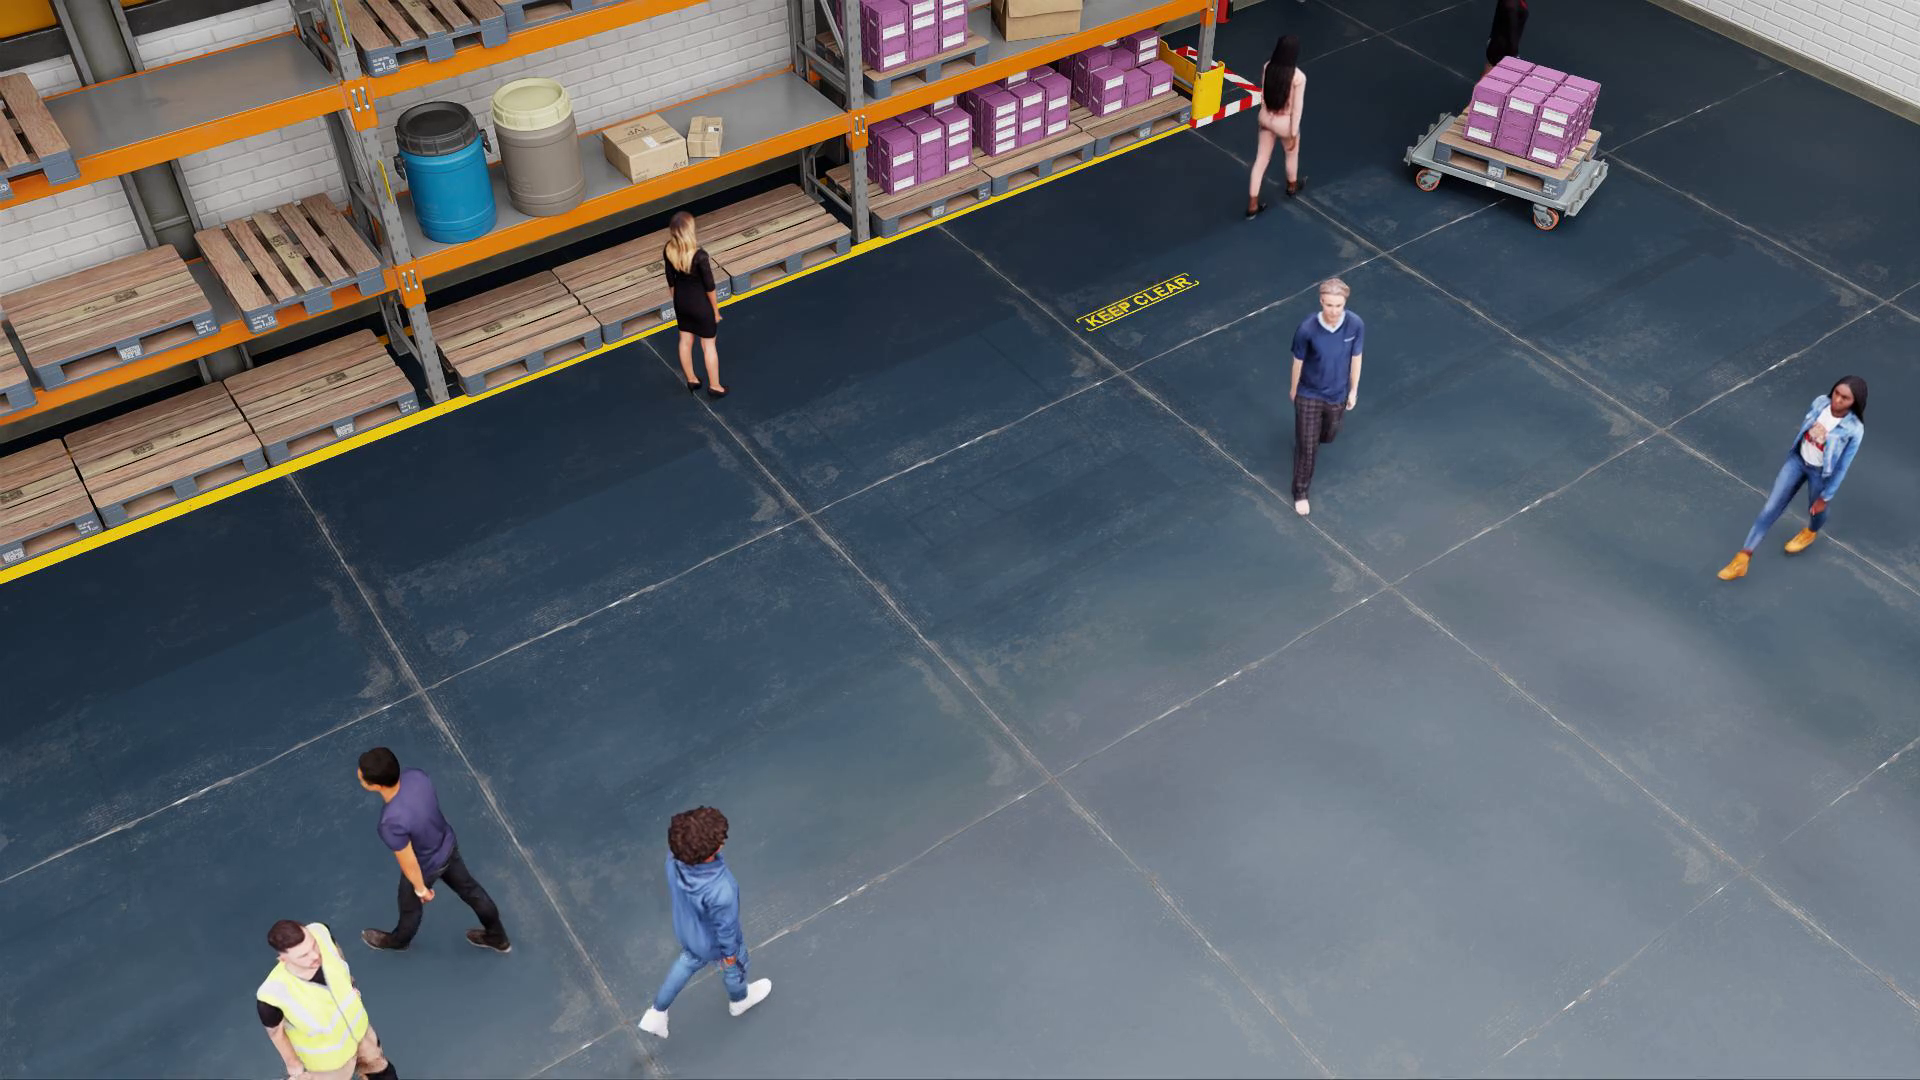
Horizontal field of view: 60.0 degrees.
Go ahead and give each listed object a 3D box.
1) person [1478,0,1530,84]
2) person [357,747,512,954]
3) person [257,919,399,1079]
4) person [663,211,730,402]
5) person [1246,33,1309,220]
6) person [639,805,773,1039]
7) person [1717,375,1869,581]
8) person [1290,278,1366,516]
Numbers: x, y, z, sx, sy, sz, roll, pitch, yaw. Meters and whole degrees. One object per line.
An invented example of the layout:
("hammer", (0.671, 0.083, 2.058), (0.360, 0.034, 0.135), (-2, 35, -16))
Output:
("person", (5.082, -4.687, 15.885), (0.757, 1.622, 0.698), (5, 44, 5))
("person", (-2.800, 1.737, 9.048), (1.137, 1.751, 1.082), (9, 44, 9))
("person", (-3.196, 2.418, 8.277), (1.073, 1.829, 1.060), (12, 45, 13))
("person", (-2.052, -1.792, 12.807), (0.614, 1.676, 0.612), (20, 47, 19))
("person", (2.751, -3.610, 14.706), (0.791, 1.689, 1.073), (34, 53, 30))
("person", (-1.393, 2.048, 8.693), (1.046, 1.791, 0.782), (-34, 53, -30))
("person", (5.900, -0.446, 11.408), (1.218, 1.656, 0.706), (-21, 48, -21))
("person", (2.594, -1.114, 11.971), (1.108, 1.846, 1.046), (-3, 44, -3))
